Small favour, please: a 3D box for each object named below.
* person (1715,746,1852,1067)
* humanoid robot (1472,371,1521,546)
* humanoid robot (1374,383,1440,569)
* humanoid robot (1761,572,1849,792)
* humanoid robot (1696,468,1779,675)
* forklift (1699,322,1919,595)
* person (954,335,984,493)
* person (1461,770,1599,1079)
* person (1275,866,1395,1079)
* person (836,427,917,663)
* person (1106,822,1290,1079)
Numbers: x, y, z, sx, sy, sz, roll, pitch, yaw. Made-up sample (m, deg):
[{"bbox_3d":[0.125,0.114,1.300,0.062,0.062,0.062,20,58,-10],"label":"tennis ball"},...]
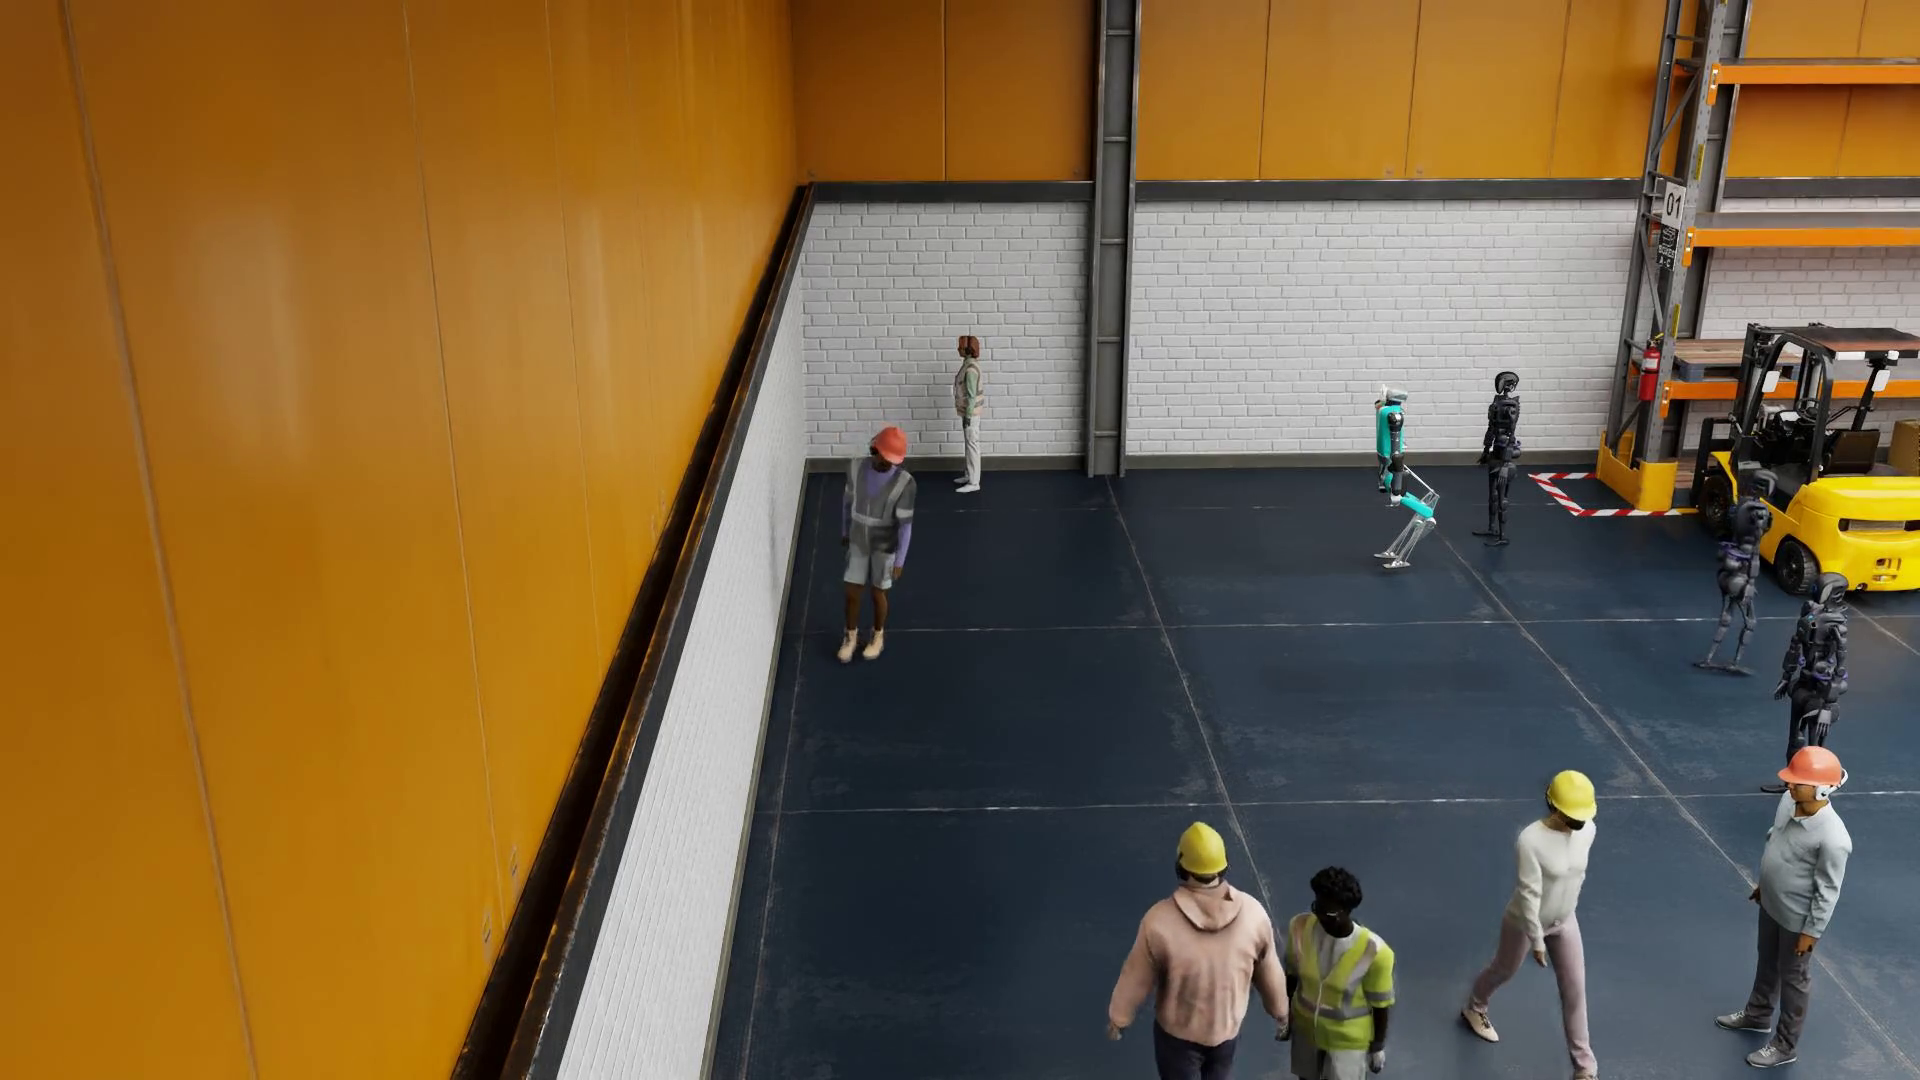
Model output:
[{"bbox_3d":[4.197,1.837,8.428,0.325,1.751,0.562,-1,20,-2],"label":"person"},{"bbox_3d":[5.062,-0.773,15.591,0.315,1.657,0.599,-1,20,-2],"label":"humanoid robot"},{"bbox_3d":[4.004,-0.568,14.771,0.735,1.681,0.533,-1,20,-2],"label":"humanoid robot"},{"bbox_3d":[5.553,0.984,10.828,0.315,1.659,0.599,-1,20,-2],"label":"humanoid robot"},{"bbox_3d":[6.044,0.241,12.879,0.428,1.644,0.608,3,20,8],"label":"humanoid robot"},{"bbox_3d":[7.809,-0.792,14.926,1.214,2.155,2.313,-1,20,-2],"label":"forklift"},{"bbox_3d":[0.093,-1.305,17.104,0.306,1.640,0.513,-1,20,-2],"label":"person"},{"bbox_3d":[2.935,1.897,8.333,0.509,1.707,0.917,-8,22,-20],"label":"person"},{"bbox_3d":[1.649,2.223,7.479,0.541,1.679,0.386,18,27,40],"label":"person"},{"bbox_3d":[-0.669,0.044,12.965,0.705,1.974,0.555,7,21,19],"label":"person"},{"bbox_3d":[1.081,2.129,7.491,0.843,1.850,0.483,-3,20,-8],"label":"person"}]
